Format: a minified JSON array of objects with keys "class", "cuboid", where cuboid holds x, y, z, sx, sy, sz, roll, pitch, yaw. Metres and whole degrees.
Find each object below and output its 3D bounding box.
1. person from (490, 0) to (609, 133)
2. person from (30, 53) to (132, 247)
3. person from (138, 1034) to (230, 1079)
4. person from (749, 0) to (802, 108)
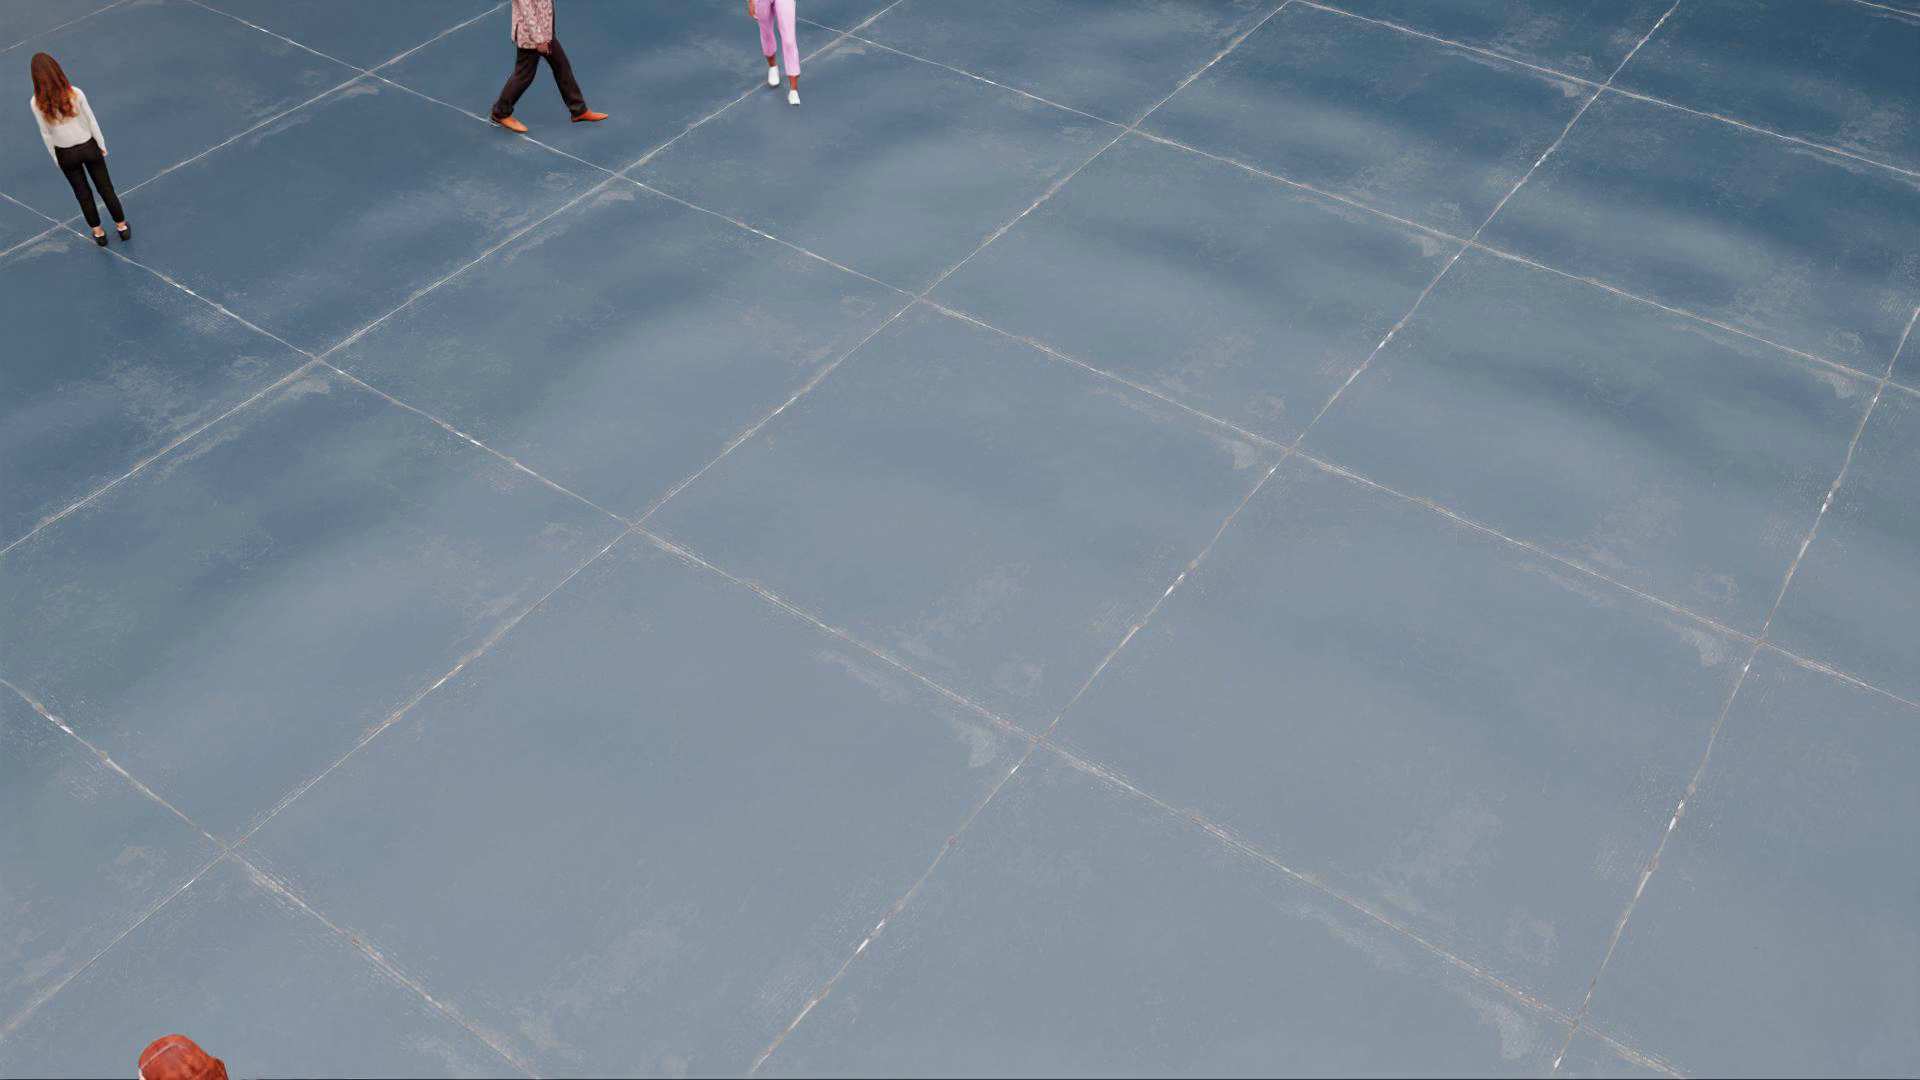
[{"class":"person","cuboid":[-3.506,-4.089,13.288,1.292,1.785,1.136,0,43,0]},{"class":"person","cuboid":[-6.470,-2.850,12.183,0.589,1.482,0.585,-22,47,-21]},{"class":"person","cuboid":[-2.692,2.367,6.404,1.041,1.745,1.232,-19,46,-20]},{"class":"person","cuboid":[-1.580,-4.546,13.836,1.043,1.705,1.100,-6,43,-7]}]
